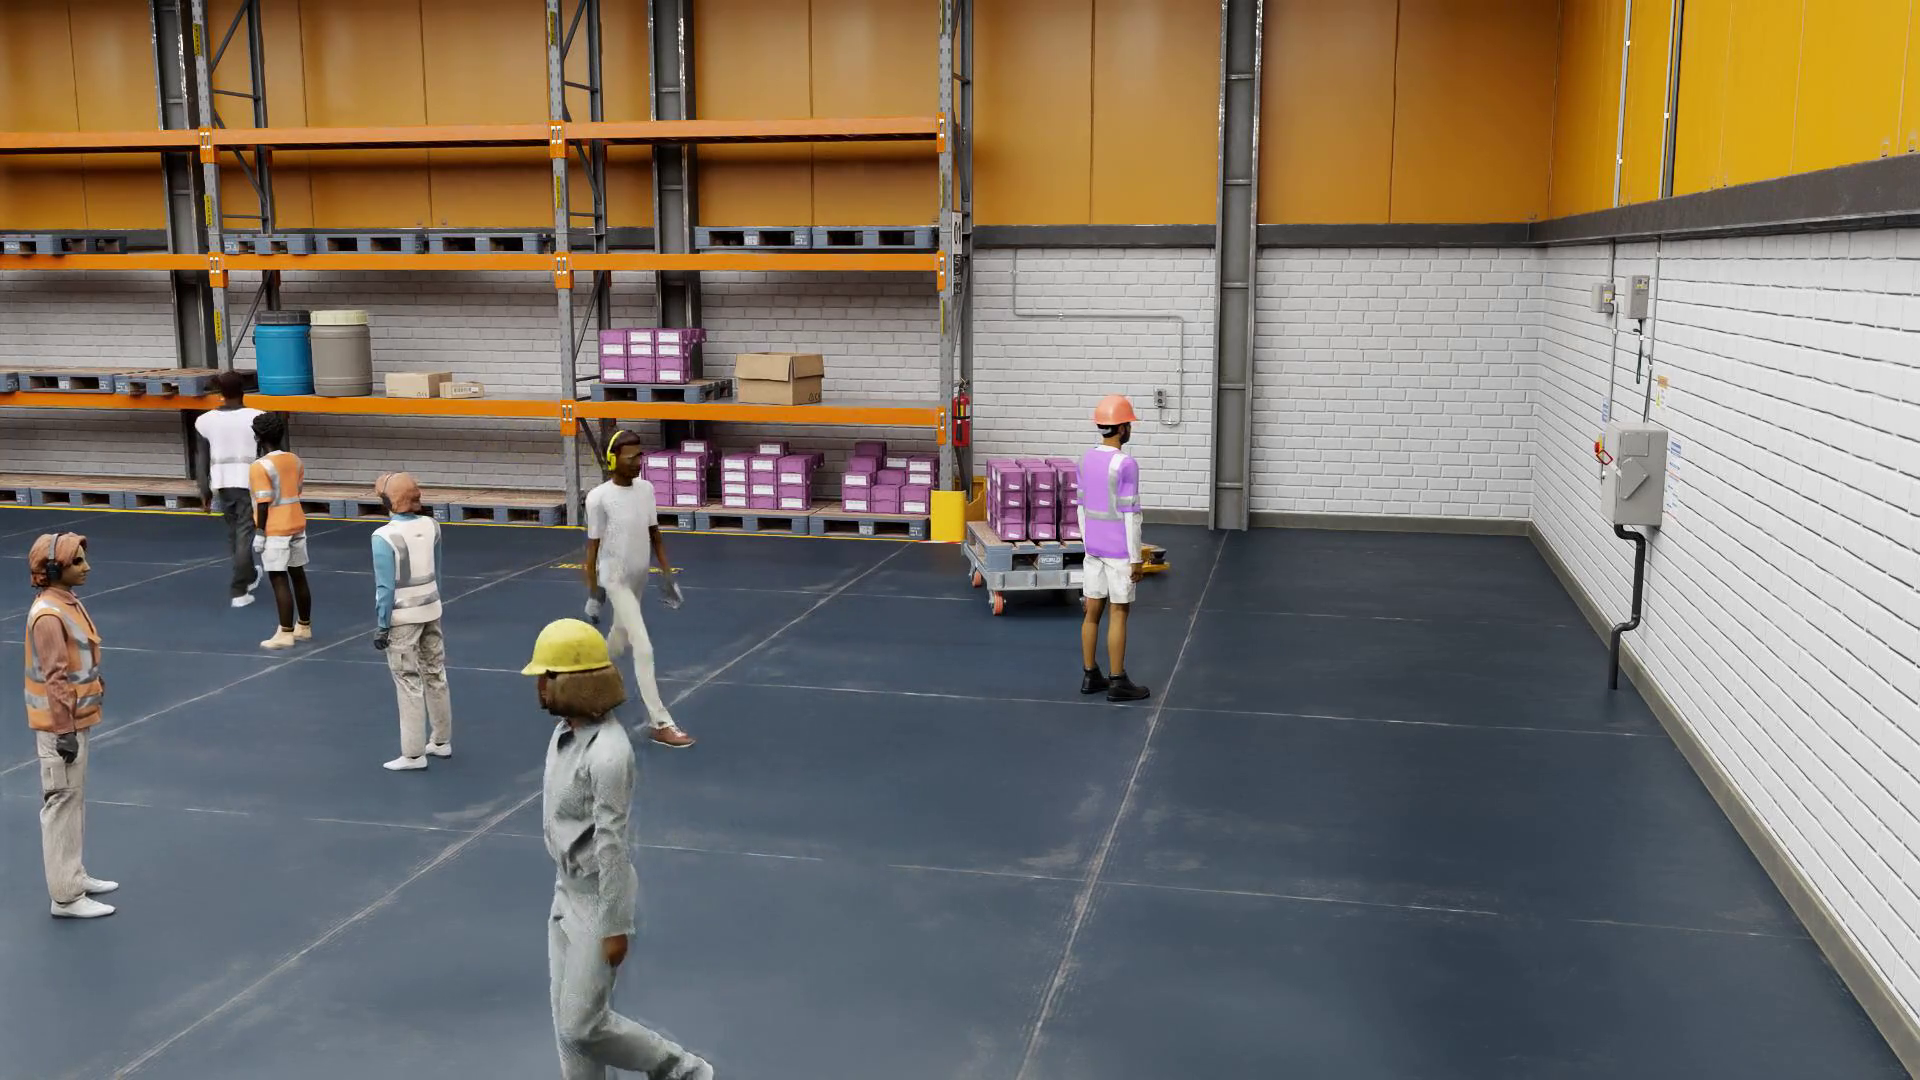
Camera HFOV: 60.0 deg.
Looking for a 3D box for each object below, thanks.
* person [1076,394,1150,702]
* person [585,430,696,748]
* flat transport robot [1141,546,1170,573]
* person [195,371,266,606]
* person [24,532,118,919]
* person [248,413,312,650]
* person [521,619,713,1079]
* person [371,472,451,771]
[{"bbox_3d":[0.967,0.049,10.509,0.354,1.942,0.545,-7,12,-35],"label":"person"},{"bbox_3d":[-1.937,0.256,9.668,0.976,1.825,0.539,5,11,28],"label":"person"},{"bbox_3d":[1.174,0.111,15.076,0.652,0.197,1.431,-7,12,-36],"label":"flat transport robot"},{"bbox_3d":[-5.867,-0.443,13.637,0.597,1.869,0.998,0,10,-1],"label":"person"},{"bbox_3d":[-3.793,0.779,7.075,0.313,1.639,0.517,-4,10,-22],"label":"person"},{"bbox_3d":[-4.870,-0.064,11.893,0.322,1.699,0.536,2,10,10],"label":"person"},{"bbox_3d":[-1.077,1.078,5.043,0.485,1.725,0.496,-5,11,-29],"label":"person"},{"bbox_3d":[-3.001,0.443,9.077,0.313,1.636,0.517,4,10,20],"label":"person"}]
